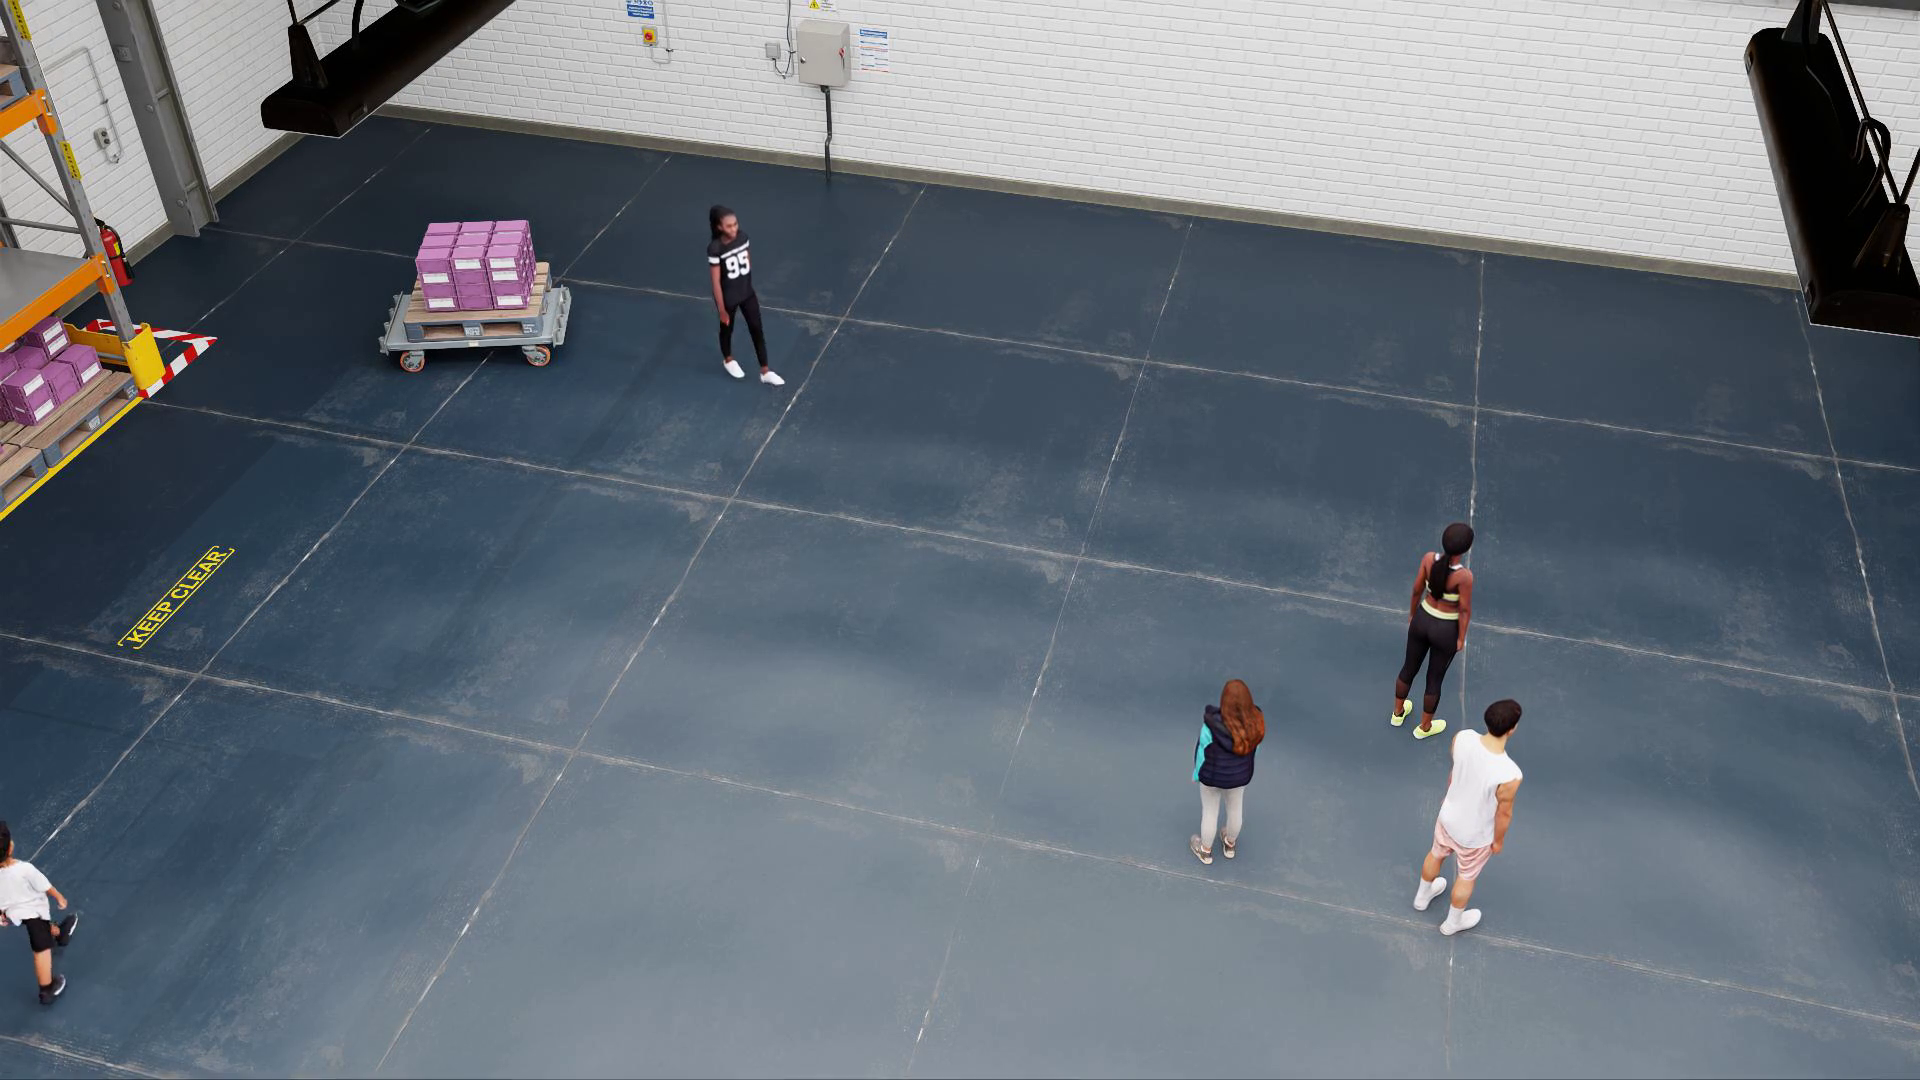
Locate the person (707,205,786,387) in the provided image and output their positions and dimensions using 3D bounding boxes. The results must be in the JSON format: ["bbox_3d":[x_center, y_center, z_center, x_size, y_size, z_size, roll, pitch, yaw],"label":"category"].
[{"bbox_3d":[-2.065,-2.192,14.782,1.016,1.709,0.993,-32,48,-33],"label":"person"}]

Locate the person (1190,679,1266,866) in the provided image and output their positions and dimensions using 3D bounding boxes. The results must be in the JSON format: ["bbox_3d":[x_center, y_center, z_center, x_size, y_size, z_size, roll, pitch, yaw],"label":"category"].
[{"bbox_3d":[1.661,1.445,10.396,0.676,1.500,0.714,-9,39,-11],"label":"person"}]

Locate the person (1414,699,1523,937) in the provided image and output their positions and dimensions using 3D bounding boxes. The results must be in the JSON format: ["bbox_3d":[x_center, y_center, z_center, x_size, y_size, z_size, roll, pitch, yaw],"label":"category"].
[{"bbox_3d":[3.028,1.652,9.910,0.768,1.782,0.715,-21,43,-24],"label":"person"}]

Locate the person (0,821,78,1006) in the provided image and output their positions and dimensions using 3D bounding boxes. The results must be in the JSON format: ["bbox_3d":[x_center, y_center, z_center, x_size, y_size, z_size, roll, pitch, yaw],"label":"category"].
[{"bbox_3d":[-5.458,2.183,9.690,0.682,1.228,0.945,-2,39,-2],"label":"person"}]

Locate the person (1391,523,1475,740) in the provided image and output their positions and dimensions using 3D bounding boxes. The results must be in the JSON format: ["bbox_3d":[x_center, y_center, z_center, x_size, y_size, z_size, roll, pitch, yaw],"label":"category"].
[{"bbox_3d":[3.202,0.607,11.241,0.643,1.753,0.656,32,48,33],"label":"person"}]
